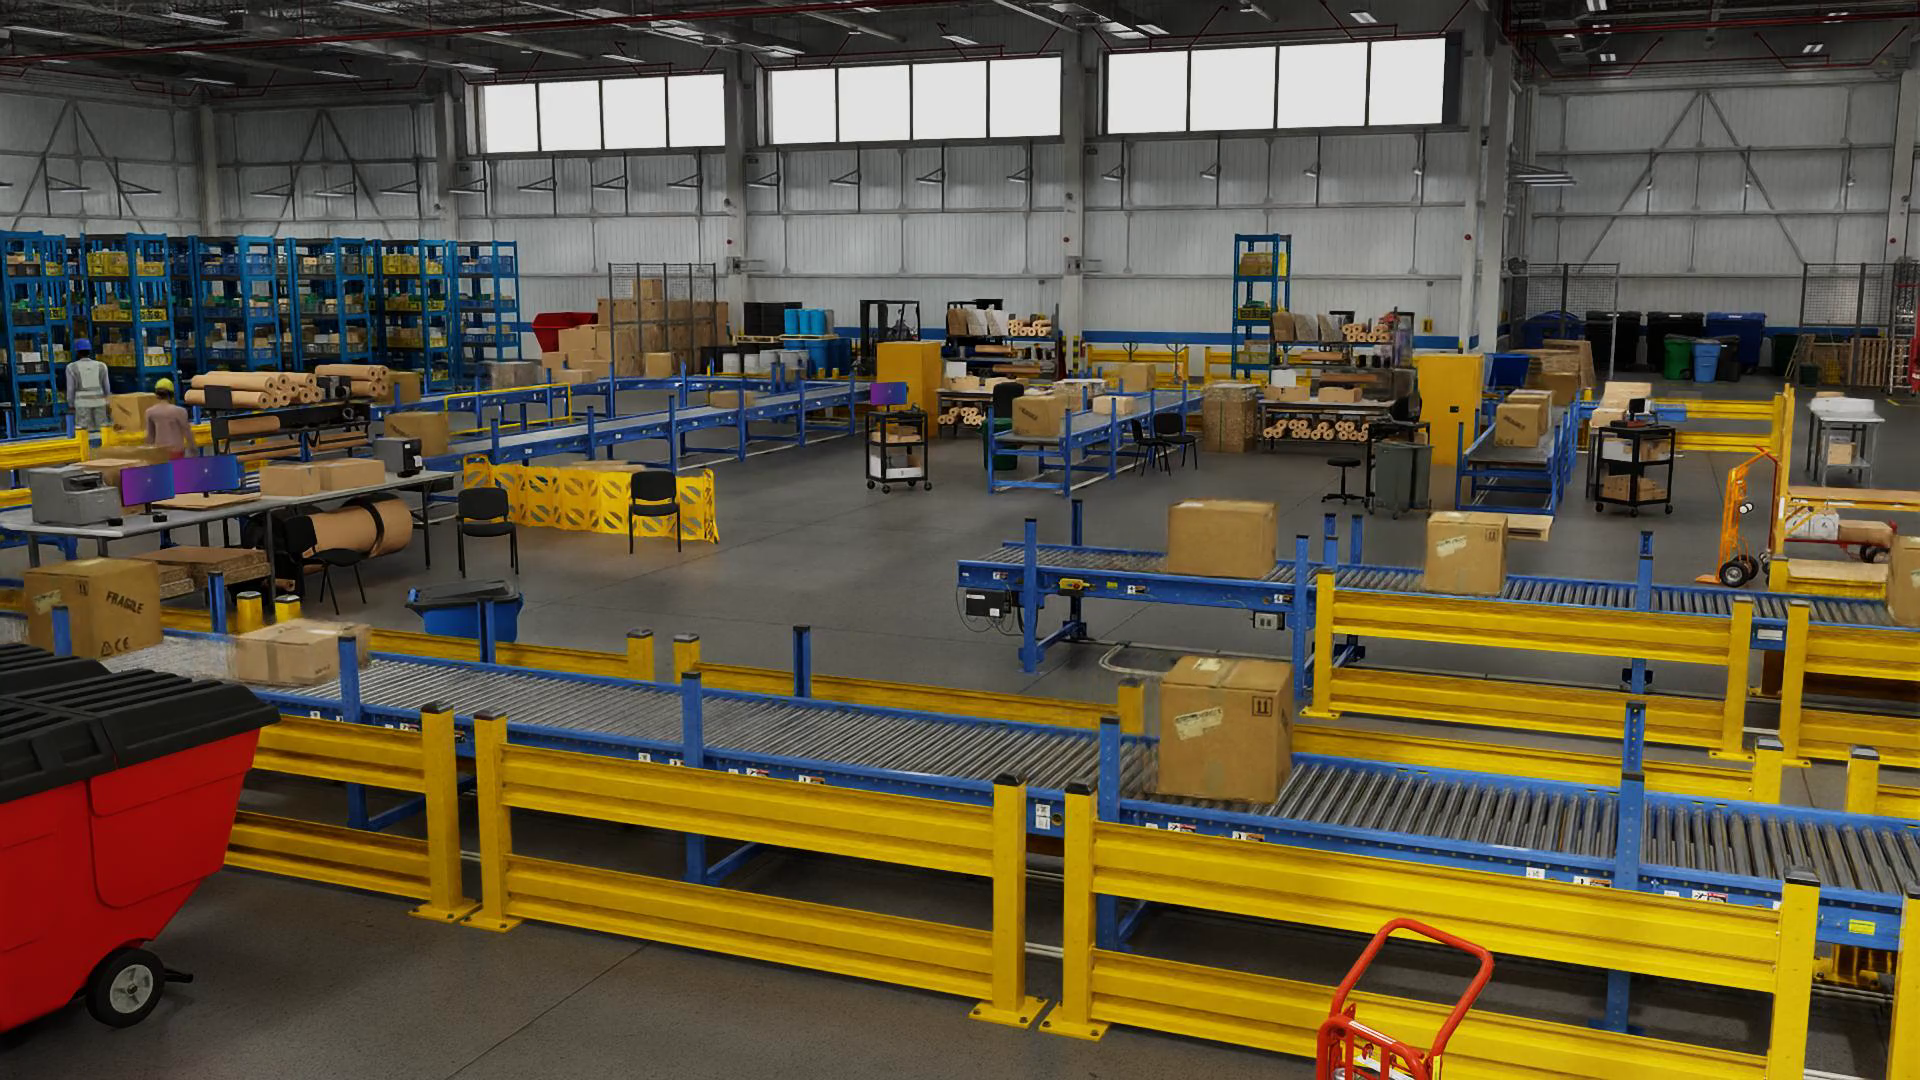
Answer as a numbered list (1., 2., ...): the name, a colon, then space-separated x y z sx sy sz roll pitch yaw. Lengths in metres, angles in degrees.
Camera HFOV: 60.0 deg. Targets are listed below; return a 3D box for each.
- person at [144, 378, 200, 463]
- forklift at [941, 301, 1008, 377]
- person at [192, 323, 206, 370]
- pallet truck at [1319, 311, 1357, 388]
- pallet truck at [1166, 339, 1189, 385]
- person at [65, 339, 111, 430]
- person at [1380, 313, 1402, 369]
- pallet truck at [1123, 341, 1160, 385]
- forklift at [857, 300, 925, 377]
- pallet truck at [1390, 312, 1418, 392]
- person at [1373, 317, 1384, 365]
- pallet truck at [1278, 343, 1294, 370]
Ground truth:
1. person: -9.272 -1.032 19.473 0.528 1.729 0.879 2 10 10
2. forklift: 0.365 -4.966 41.571 1.157 1.987 2.680 3 10 20
3. person: -17.864 -4.311 39.032 0.570 1.834 0.399 -4 10 -24
4. pallet truck: 9.071 -4.419 39.190 0.823 1.965 1.885 5 10 26
5. pallet truck: 5.418 -4.269 40.420 0.704 1.261 1.522 3 10 20
6. person: -13.028 -2.030 24.872 0.607 1.943 0.403 -9 13 -44
7. person: 9.163 -3.814 35.438 0.484 2.026 0.641 -3 10 -20
8. pallet truck: 4.445 -4.380 41.279 0.680 1.201 1.601 4 10 22
9. forklift: -1.732 -5.109 42.468 1.157 1.987 2.680 4 10 22
10. pallet truck: 10.207 -4.283 38.369 0.823 1.965 1.885 3 10 20
11. person: 9.295 -3.939 36.562 0.401 1.907 0.646 -5 11 -28
12. pallet truck: 7.886 -4.163 39.743 0.653 1.274 1.630 4 10 22
